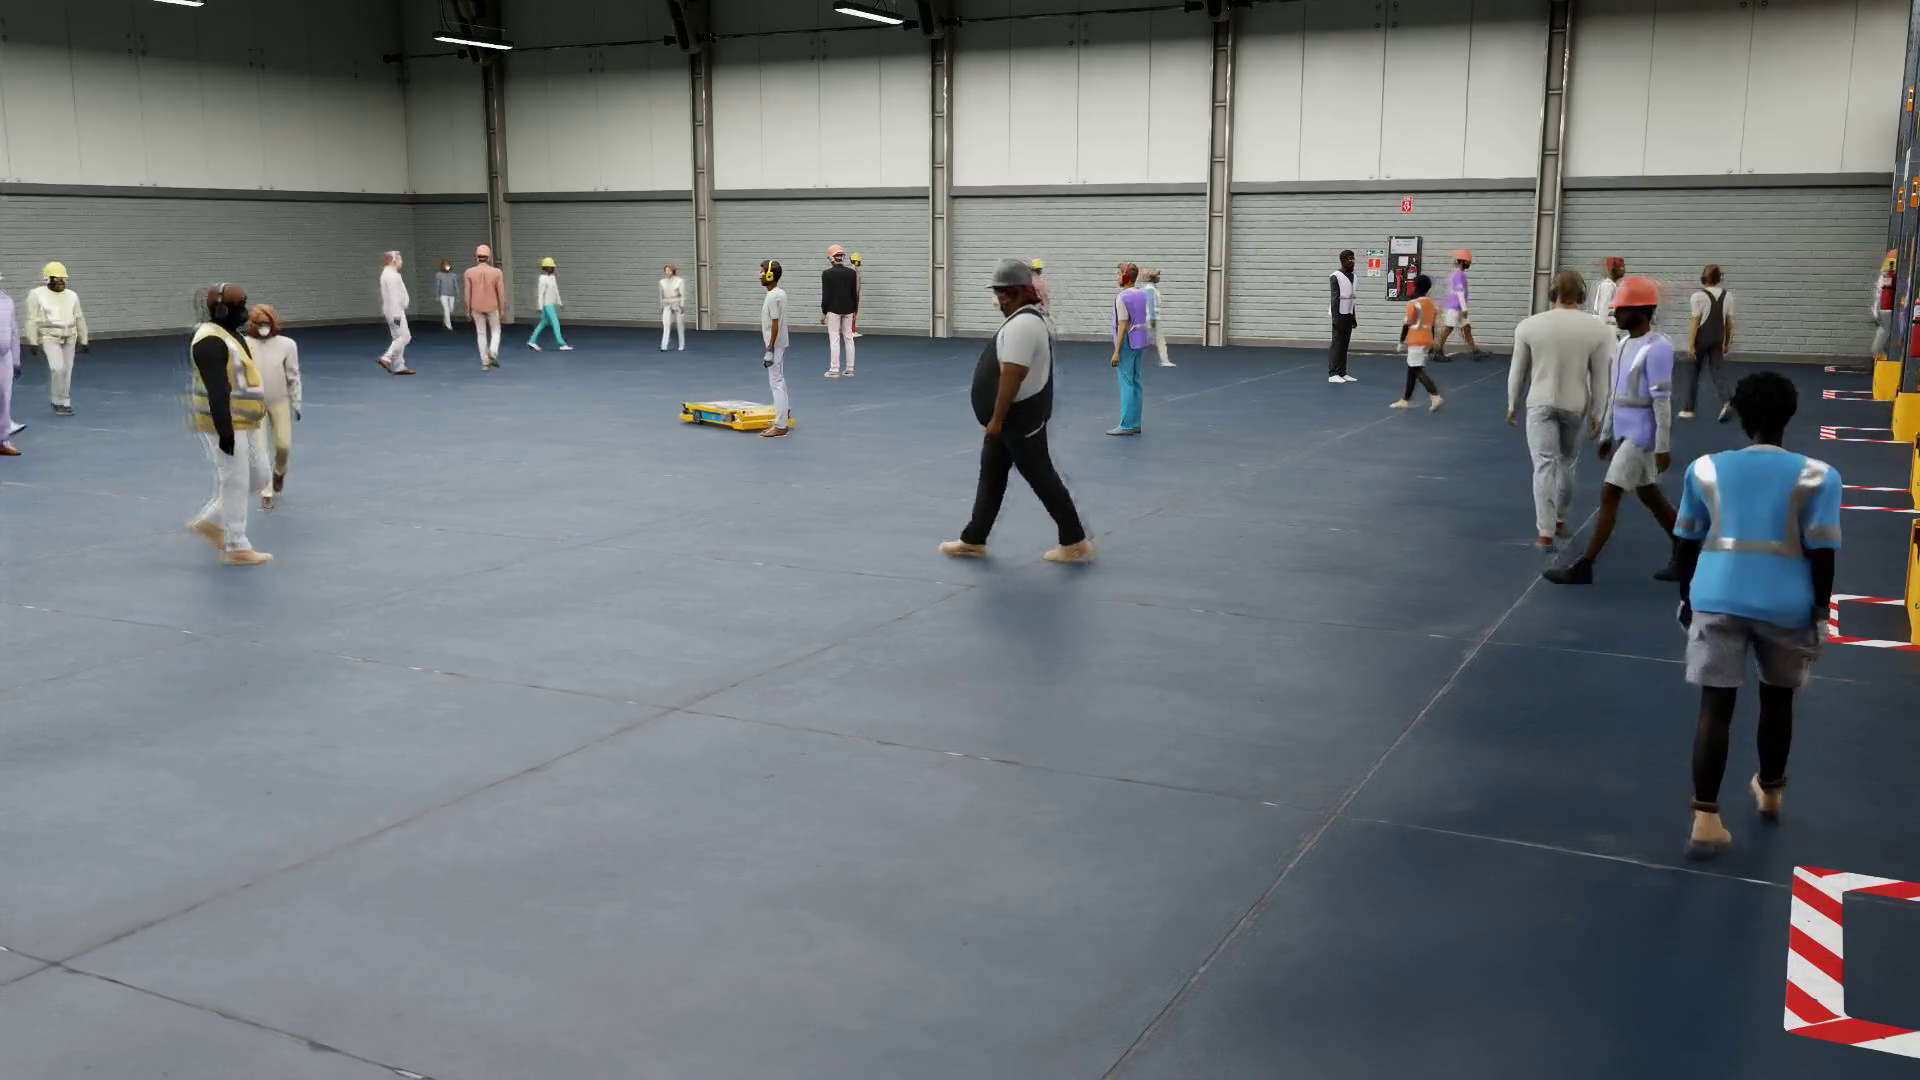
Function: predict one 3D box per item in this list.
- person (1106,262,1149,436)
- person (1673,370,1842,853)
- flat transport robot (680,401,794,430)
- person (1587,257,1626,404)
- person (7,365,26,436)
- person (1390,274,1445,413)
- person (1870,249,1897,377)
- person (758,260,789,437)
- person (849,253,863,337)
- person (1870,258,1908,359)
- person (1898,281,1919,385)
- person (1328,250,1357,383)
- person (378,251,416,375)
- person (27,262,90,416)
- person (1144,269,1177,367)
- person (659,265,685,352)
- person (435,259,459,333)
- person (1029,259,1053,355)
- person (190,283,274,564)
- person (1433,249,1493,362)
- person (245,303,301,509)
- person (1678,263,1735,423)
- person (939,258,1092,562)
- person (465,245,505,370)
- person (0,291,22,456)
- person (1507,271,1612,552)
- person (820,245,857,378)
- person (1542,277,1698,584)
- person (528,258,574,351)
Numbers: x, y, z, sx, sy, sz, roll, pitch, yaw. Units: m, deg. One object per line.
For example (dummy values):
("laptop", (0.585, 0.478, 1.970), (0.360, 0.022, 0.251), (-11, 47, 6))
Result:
("person", (1.804, -2.034, 17.747), (0.389, 1.850, 0.566), (6, 12, 29))
("person", (2.785, 0.237, 5.850), (0.548, 1.645, 0.854), (7, 12, 32))
("flat transport robot", (-2.520, -1.417, 18.690), (0.652, 0.197, 1.431), (-8, 13, -37))
("person", (8.216, -2.601, 20.811), (0.783, 1.854, 0.611), (3, 11, 18))
("person", (-10.250, -1.883, 17.615), (0.846, 1.597, 0.517), (2, 11, 12))
("person", (5.575, -2.369, 20.059), (0.527, 1.668, 0.811), (-10, 14, -42))
("person", (13.916, -3.378, 24.870), (0.452, 1.921, 0.576), (8, 13, 38))
("person", (-1.985, -2.024, 17.632), (0.329, 1.873, 0.514), (1, 10, 3))
("person", (-2.200, -5.154, 35.012), (0.336, 1.763, 0.525), (2, 11, 8))
("person", (12.841, -2.971, 22.938), (0.436, 1.812, 0.617), (-1, 10, -4))
("person", (11.375, -2.423, 19.418), (0.582, 2.016, 0.633), (-6, 12, -28))
("person", (5.577, -3.257, 24.225), (0.391, 1.920, 0.593), (9, 14, 41))
("person", (-8.605, -3.455, 25.353), (0.443, 1.893, 0.674), (-4, 11, -21))
("person", (-10.568, -2.356, 19.584), (0.532, 1.811, 0.633), (6, 12, 31))
("person", (3.062, -3.597, 26.949), (0.846, 1.598, 0.529), (3, 11, 16))
("person", (-5.285, -4.262, 30.584), (0.522, 1.593, 0.857), (2, 11, 9))
("person", (-11.273, -5.351, 36.485), (0.500, 1.615, 0.722), (-8, 13, -39))
("person", (1.293, -4.055, 29.130), (0.925, 1.721, 0.534), (-8, 13, -36))
("person", (-4.738, -0.741, 10.780), (0.478, 1.831, 0.632), (-1, 10, -5))
("person", (8.436, -3.906, 27.850), (0.990, 1.882, 0.575), (4, 11, 22))
("person", (-5.494, -1.074, 13.167), (0.518, 1.611, 0.570), (-5, 12, -27))
("person", (8.616, -2.253, 19.056), (0.518, 1.820, 0.875), (-1, 10, -6))
("person", (0.406, -0.866, 10.856), (1.006, 2.000, 0.681), (0, 10, 1))
("person", (-7.528, -3.679, 26.373), (0.614, 1.980, 0.455), (-2, 11, -11))
("person", (-9.344, -1.738, 16.004), (0.449, 1.891, 0.680), (4, 11, 20))
("person", (4.117, -0.905, 11.492), (0.634, 1.883, 1.020), (2, 11, 10))
("person", (-1.828, -3.435, 25.012), (0.611, 1.987, 0.392), (-7, 13, -35))
("person", (4.142, -0.656, 10.140), (1.008, 1.890, 0.566), (0, 10, 1))
("person", (-7.655, -4.371, 30.842), (0.926, 1.721, 0.526), (1, 10, 6))
